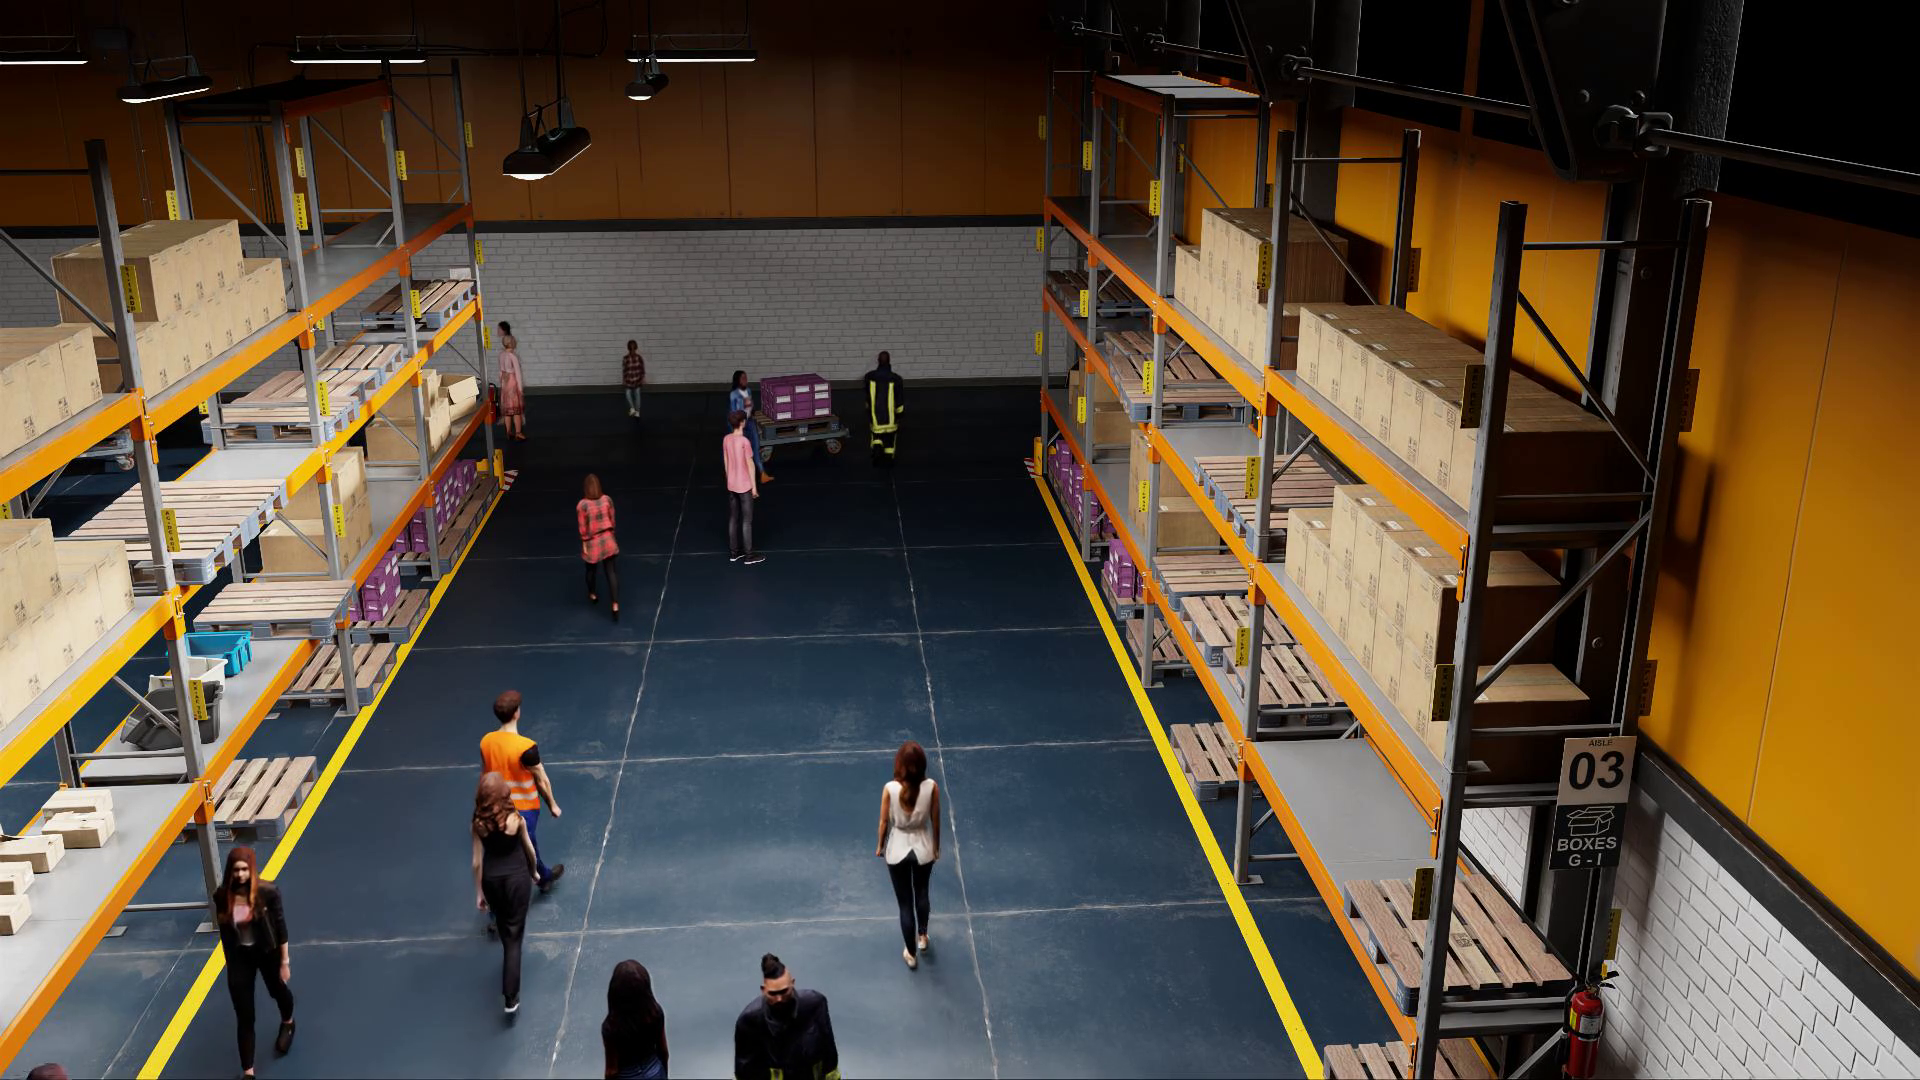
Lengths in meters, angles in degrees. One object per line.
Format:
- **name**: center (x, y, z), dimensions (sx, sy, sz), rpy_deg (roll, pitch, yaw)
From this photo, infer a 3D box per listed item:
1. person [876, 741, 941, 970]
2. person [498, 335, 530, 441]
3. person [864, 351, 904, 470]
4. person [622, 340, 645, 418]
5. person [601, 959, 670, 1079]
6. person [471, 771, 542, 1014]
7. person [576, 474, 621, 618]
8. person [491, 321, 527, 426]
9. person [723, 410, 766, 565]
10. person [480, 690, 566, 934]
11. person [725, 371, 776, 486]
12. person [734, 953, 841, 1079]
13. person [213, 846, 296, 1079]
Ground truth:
- **person**: center (-0.349, 2.348, 12.190), dimensions (0.646, 1.771, 0.683), rpy_deg (-5, 19, -14)
- **person**: center (-7.152, -2.432, 26.510), dimensions (0.699, 1.690, 0.743), rpy_deg (11, 21, 29)
- **person**: center (-1.150, -1.908, 24.768), dimensions (0.856, 1.808, 1.022), rpy_deg (2, 19, 7)
- **person**: center (-5.464, -2.691, 27.895), dimensions (0.614, 1.297, 0.622), rpy_deg (-9, 21, -25)
- **person**: center (-1.861, 3.221, 9.648), dimensions (0.658, 1.738, 0.684), rpy_deg (-13, 23, -35)
- **person**: center (-3.227, 2.516, 11.807), dimensions (0.581, 1.698, 1.165), rpy_deg (-2, 19, -6)
- **person**: center (-4.101, 0.097, 19.054), dimensions (0.898, 1.656, 1.203), rpy_deg (-9, 21, -25)
- **person**: center (-7.362, -2.708, 27.247), dimensions (0.736, 1.744, 0.652), rpy_deg (1, 19, 3)
- **person**: center (-2.766, -0.673, 20.867), dimensions (0.718, 1.958, 0.771), rpy_deg (14, 23, 36)
- **person**: center (-3.451, 2.118, 12.765), dimensions (1.103, 1.840, 1.304), rpy_deg (10, 21, 26)
- **person**: center (-3.228, -1.611, 24.112), dimensions (1.200, 1.665, 1.175), rpy_deg (14, 23, 35)
- **person**: center (-1.004, 3.159, 9.671), dimensions (0.891, 1.842, 0.975), rpy_deg (-7, 20, -20)
- **person**: center (-4.658, 2.767, 11.124), dimensions (0.634, 1.657, 1.124), rpy_deg (-2, 19, -7)
